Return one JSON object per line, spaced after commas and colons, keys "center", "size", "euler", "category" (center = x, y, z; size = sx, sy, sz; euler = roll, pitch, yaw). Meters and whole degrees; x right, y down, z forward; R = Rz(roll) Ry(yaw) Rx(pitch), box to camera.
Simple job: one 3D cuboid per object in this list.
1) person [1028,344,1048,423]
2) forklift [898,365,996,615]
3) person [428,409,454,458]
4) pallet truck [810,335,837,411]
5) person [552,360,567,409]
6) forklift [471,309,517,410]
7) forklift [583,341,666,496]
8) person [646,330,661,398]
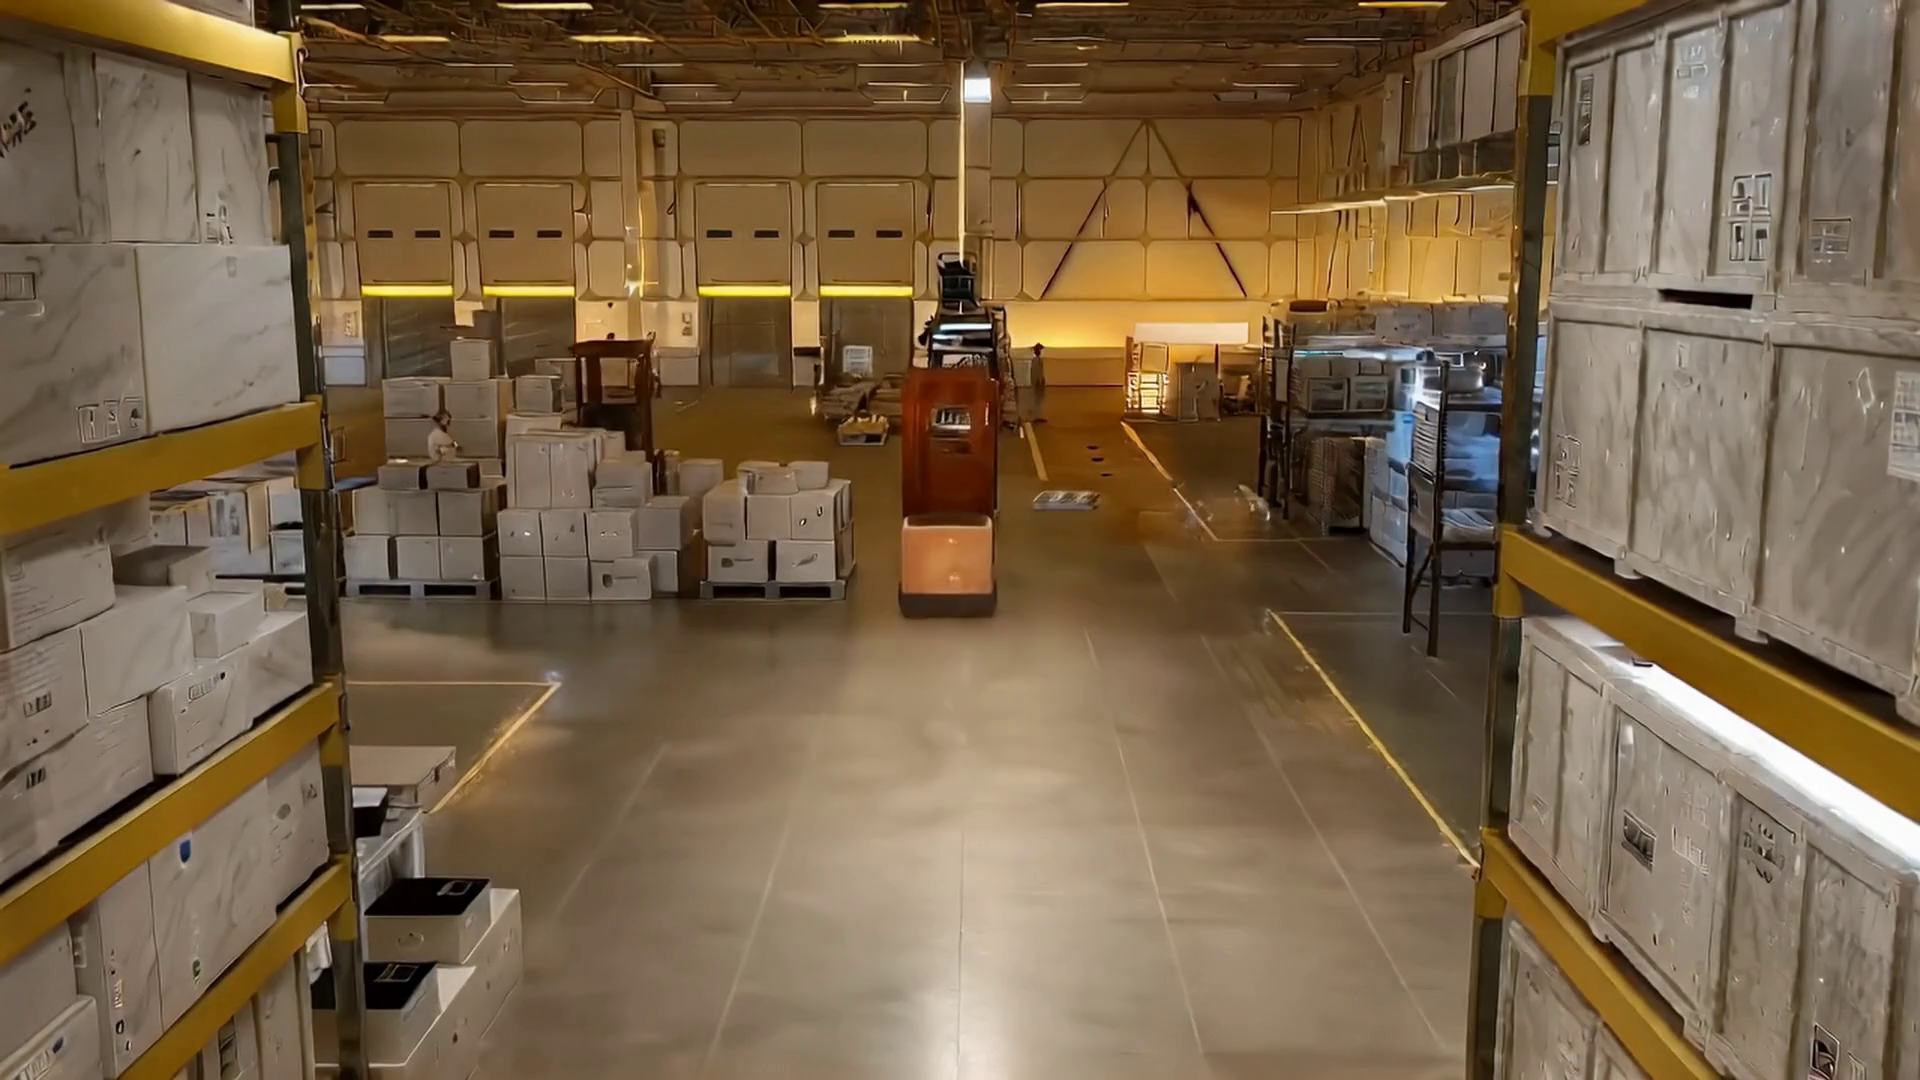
{"center": [1.910, -3.791, 40.319], "size": [0.435, 1.926, 0.645], "euler": [3, 10, 15], "category": "person"}
{"center": [-0.141, -0.641, 19.399], "size": [1.129, 2.768, 1.873], "euler": [0, 10, 1], "category": "forklift"}
{"center": [-7.306, -0.888, 23.537], "size": [0.366, 1.939, 0.635], "euler": [-1, 10, -6], "category": "person"}
{"center": [-3.021, -4.312, 43.126], "size": [1.885, 1.965, 0.823], "euler": [3, 10, 17], "category": "pallet truck"}
{"center": [-8.232, -2.730, 34.171], "size": [0.373, 1.934, 0.551], "euler": [-2, 10, -12], "category": "person"}
{"center": [-10.871, -3.933, 38.391], "size": [1.873, 2.768, 1.129], "euler": [1, 10, 7], "category": "forklift"}
{"center": [-5.078, -1.578, 24.804], "size": [1.129, 2.768, 1.873], "euler": [0, 10, 1], "category": "forklift"}
{"center": [-8.733, -5.003, 47.314], "size": [0.388, 1.930, 0.544], "euler": [-10, 14, -44], "category": "person"}
